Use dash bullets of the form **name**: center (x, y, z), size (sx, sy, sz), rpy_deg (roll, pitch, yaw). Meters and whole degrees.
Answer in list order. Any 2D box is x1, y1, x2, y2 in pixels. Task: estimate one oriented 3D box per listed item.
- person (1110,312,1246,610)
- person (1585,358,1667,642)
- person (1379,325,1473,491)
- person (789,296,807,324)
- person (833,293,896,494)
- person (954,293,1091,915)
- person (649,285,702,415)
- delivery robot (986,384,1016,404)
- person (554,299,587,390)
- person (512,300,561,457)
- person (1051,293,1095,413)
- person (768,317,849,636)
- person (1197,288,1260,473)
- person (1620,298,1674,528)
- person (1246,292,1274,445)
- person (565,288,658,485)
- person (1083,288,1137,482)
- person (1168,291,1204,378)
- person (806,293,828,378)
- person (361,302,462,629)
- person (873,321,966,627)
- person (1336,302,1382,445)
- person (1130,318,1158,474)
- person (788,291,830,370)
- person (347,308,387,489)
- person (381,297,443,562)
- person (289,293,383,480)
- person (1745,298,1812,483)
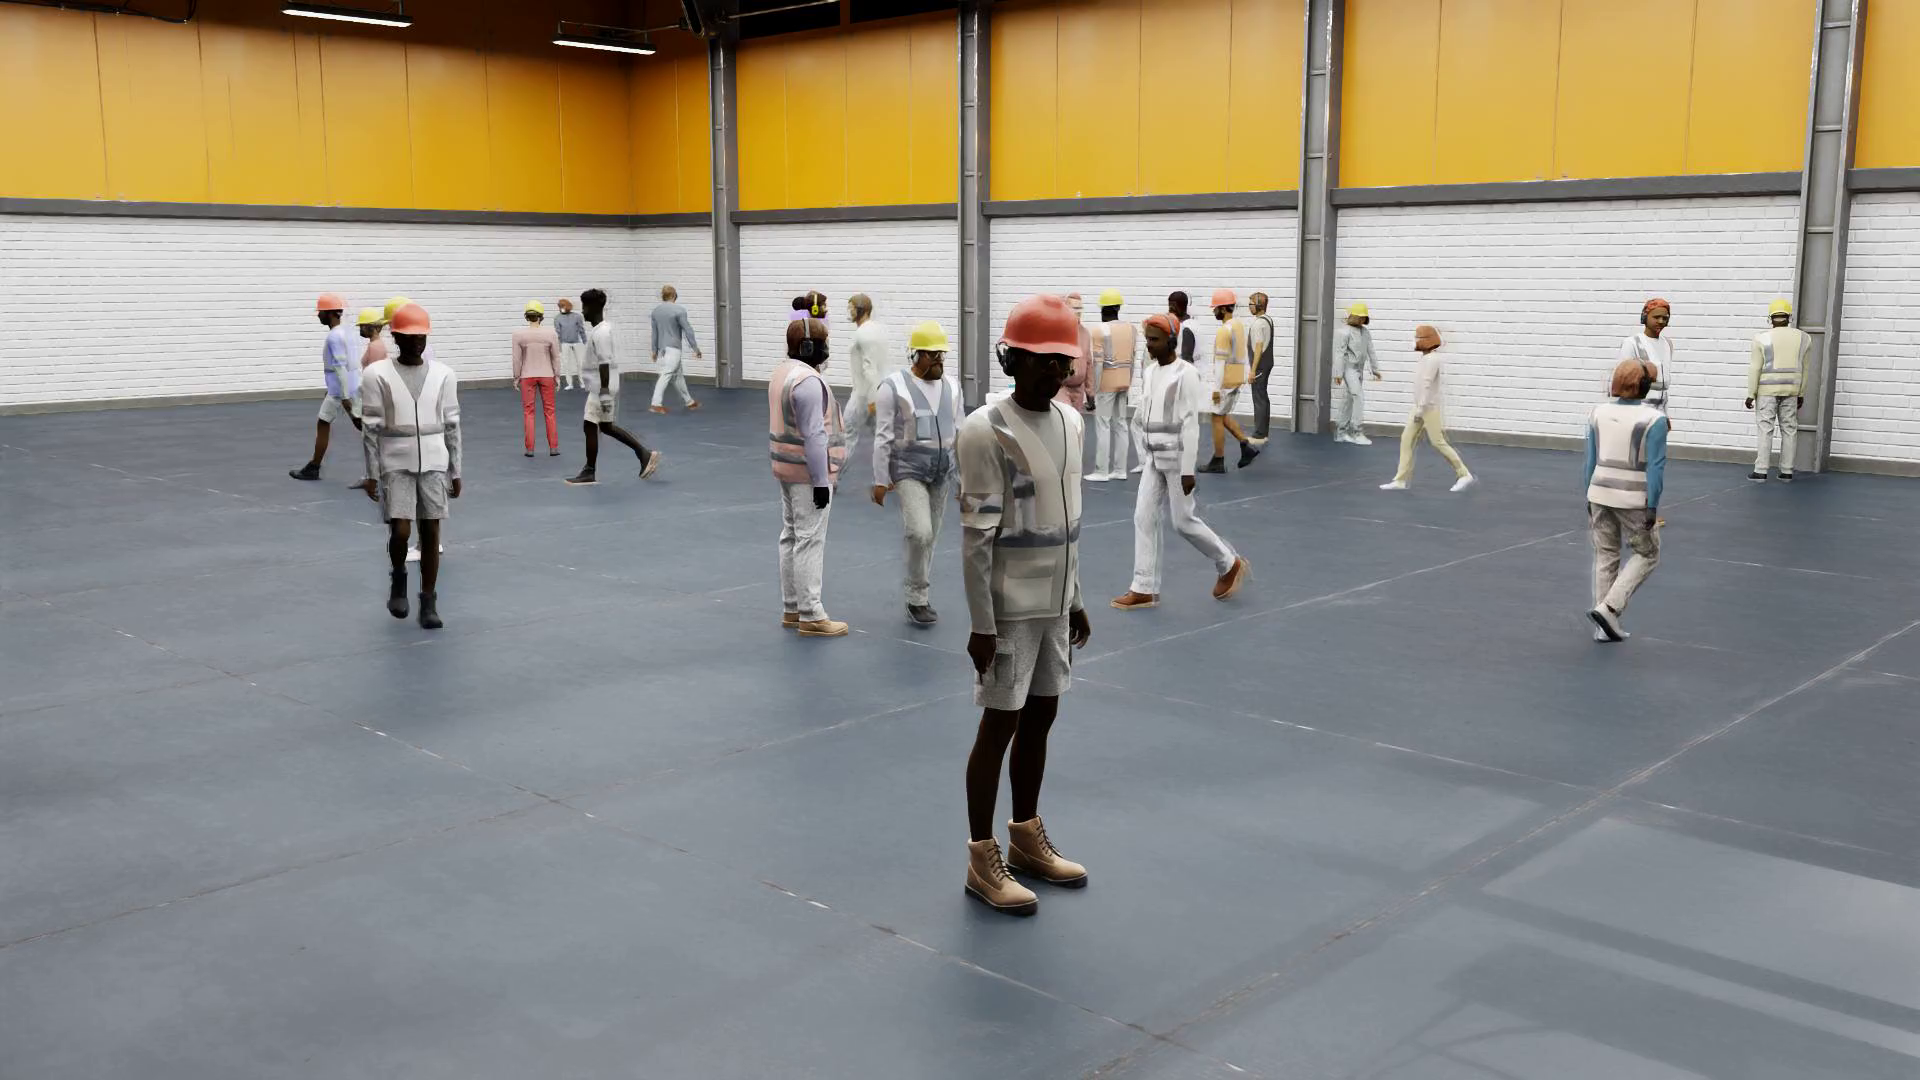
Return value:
- **person**: center (1.387, -0.494, 10.415), size (0.875, 1.860, 0.617), rpy_deg (-4, 10, -24)
- **person**: center (3.707, -0.204, 9.342), size (0.407, 1.627, 0.516), rpy_deg (-6, 11, -33)
- **person**: center (4.498, -1.252, 15.850), size (0.826, 1.595, 0.505), rpy_deg (0, 9, 1)
- **person**: center (-2.446, -2.882, 25.530), size (0.318, 1.699, 0.536), rpy_deg (-6, 11, -32)
- **person**: center (-0.985, -1.358, 15.598), size (1.013, 1.884, 0.648), rpy_deg (1, 9, 3)
- **person**: center (0.248, 0.207, 5.545), size (0.387, 2.039, 0.615), rpy_deg (7, 12, 37)
- **person**: center (-4.231, -2.791, 24.429), size (0.705, 1.882, 1.033), rpy_deg (8, 12, 42)
- **delivery robot**: center (0.713, -1.887, 22.636), size (0.707, 0.478, 0.477), rpy_deg (6, 11, 32)
- **person**: center (-6.801, -3.437, 29.241), size (0.629, 1.596, 0.409), rpy_deg (-3, 10, -18)
- **person**: center (-4.788, -1.822, 18.827), size (0.531, 1.765, 0.327), rpy_deg (-2, 10, -14)
- **person**: center (1.082, -1.436, 16.092), size (0.668, 1.882, 0.639), rpy_deg (-8, 12, -39)
- **person**: center (-0.879, -0.367, 9.670), size (0.429, 1.843, 0.633), rpy_deg (-4, 10, -22)
- **person**: center (2.765, -1.632, 17.179), size (0.521, 1.918, 0.569), rpy_deg (5, 11, 29)
- **person**: center (5.623, -1.034, 13.638), size (0.575, 1.883, 0.362), rpy_deg (-5, 11, -30)
- **person**: center (3.594, -2.058, 20.032), size (0.345, 1.845, 0.508), rpy_deg (4, 10, 23)
- **person**: center (-3.451, -1.503, 16.357), size (0.837, 1.942, 0.608), rpy_deg (-2, 9, -9)
- **person**: center (1.494, -1.532, 16.558), size (0.636, 1.925, 0.389), rpy_deg (-7, 12, -39)
- **person**: center (2.369, -1.708, 17.761), size (0.456, 1.887, 0.649), rpy_deg (0, 9, -1)
- **person**: center (-1.584, -1.785, 18.329), size (0.415, 1.852, 0.546), rpy_deg (-2, 9, -10)
- **person**: center (-3.216, -0.434, 9.816), size (0.563, 1.927, 0.423), rpy_deg (-6, 11, -31)
- **person**: center (-0.175, -0.387, 9.876), size (0.621, 1.806, 0.633), rpy_deg (-7, 11, -36)
- **person**: center (4.855, -2.009, 20.142), size (0.505, 1.711, 0.724), rpy_deg (-9, 13, -44)
- **person**: center (1.951, -1.464, 17.054), size (0.546, 1.620, 0.541), rpy_deg (6, 11, 31)
- **person**: center (-2.098, -2.563, 23.237), size (0.576, 1.811, 0.496), rpy_deg (2, 9, 11)
- **person**: center (-5.610, -1.353, 15.977), size (0.607, 1.746, 0.554), rpy_deg (-3, 10, -16)
- **person**: center (-3.977, -0.799, 12.086), size (0.382, 1.919, 0.584), rpy_deg (-1, 9, -5)
- **person**: center (-6.203, -1.531, 16.702), size (1.037, 1.890, 0.545), rpy_deg (-1, 9, -4)
- **person**: center (8.102, -1.477, 16.520), size (0.591, 1.828, 0.404), rpy_deg (0, 9, 1)
